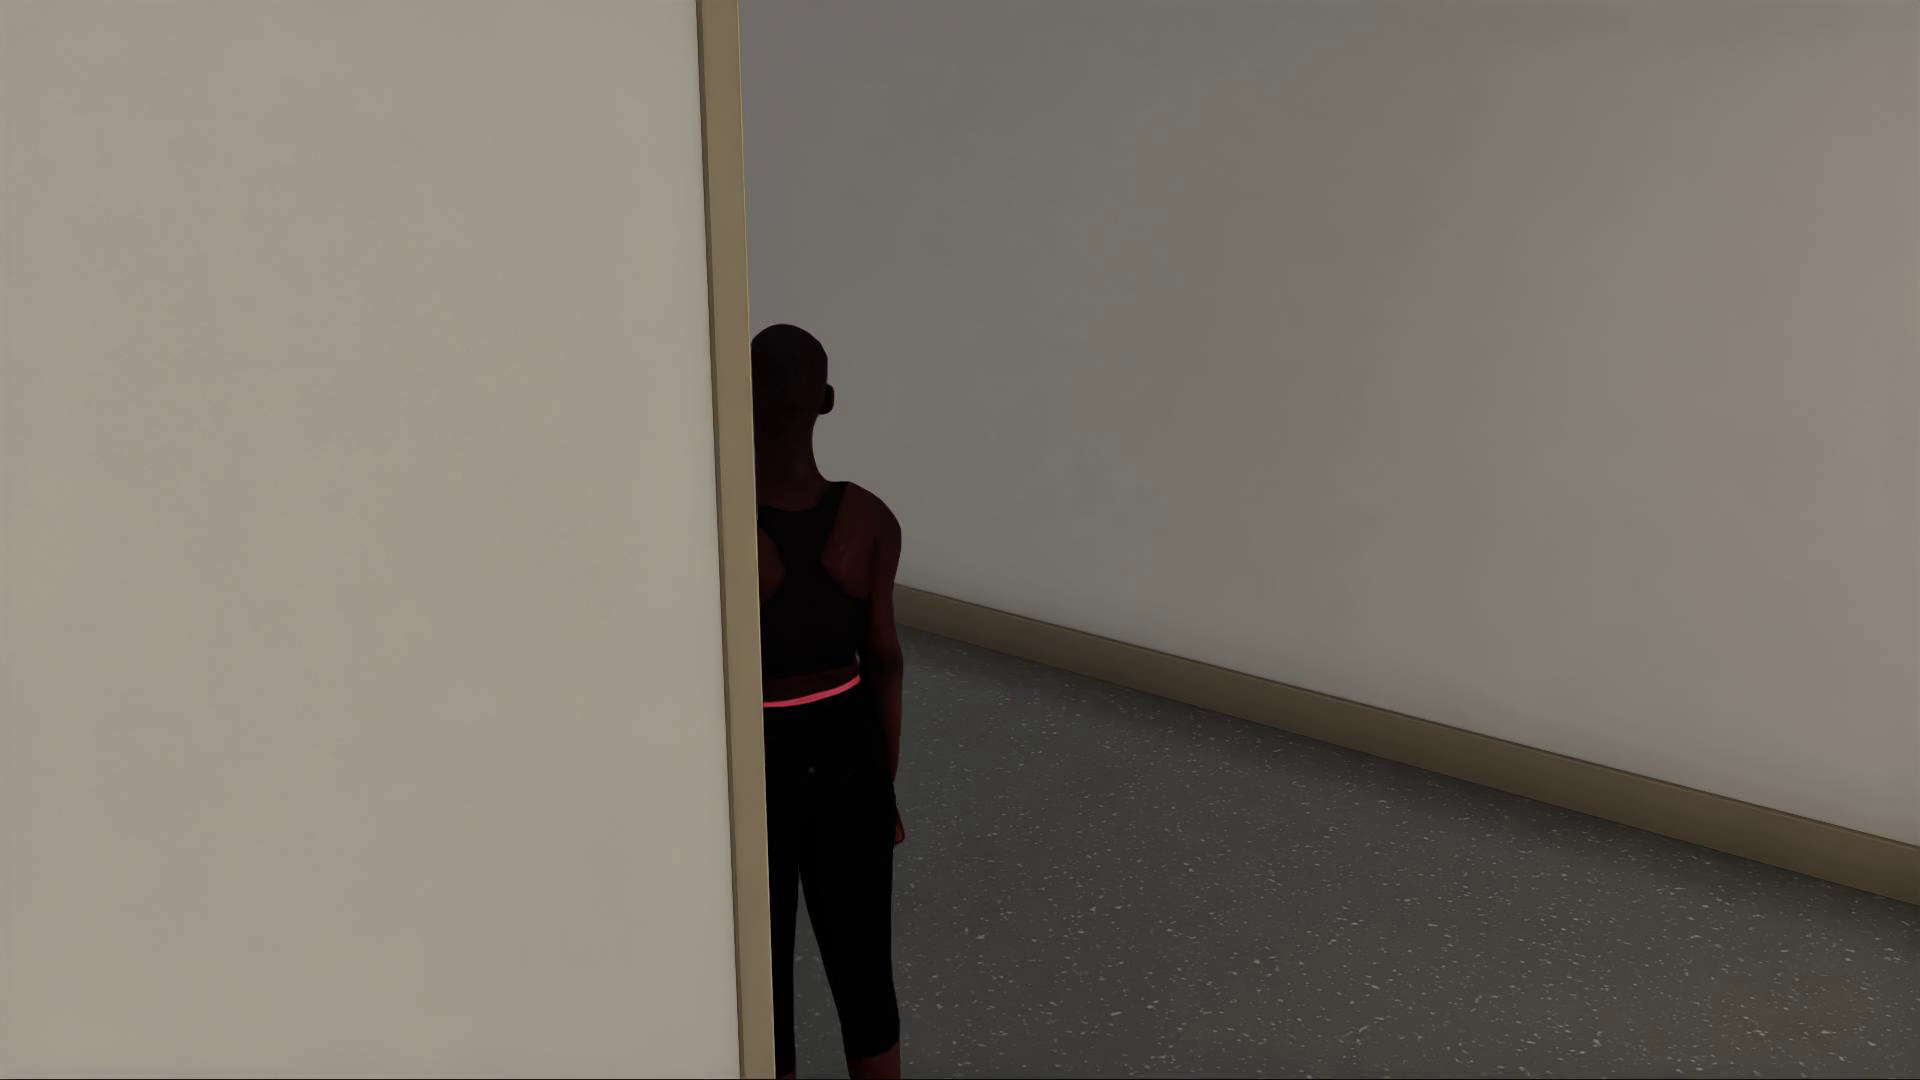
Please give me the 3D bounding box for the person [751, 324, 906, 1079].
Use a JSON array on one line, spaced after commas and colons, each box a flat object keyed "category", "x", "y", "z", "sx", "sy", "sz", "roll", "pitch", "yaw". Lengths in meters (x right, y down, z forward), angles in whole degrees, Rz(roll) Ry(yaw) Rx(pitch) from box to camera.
[{"category": "person", "x": -0.294, "y": 0.482, "z": 3.022, "sx": 0.589, "sy": 1.758, "sz": 0.721, "roll": -8, "pitch": 17, "yaw": -25}]
